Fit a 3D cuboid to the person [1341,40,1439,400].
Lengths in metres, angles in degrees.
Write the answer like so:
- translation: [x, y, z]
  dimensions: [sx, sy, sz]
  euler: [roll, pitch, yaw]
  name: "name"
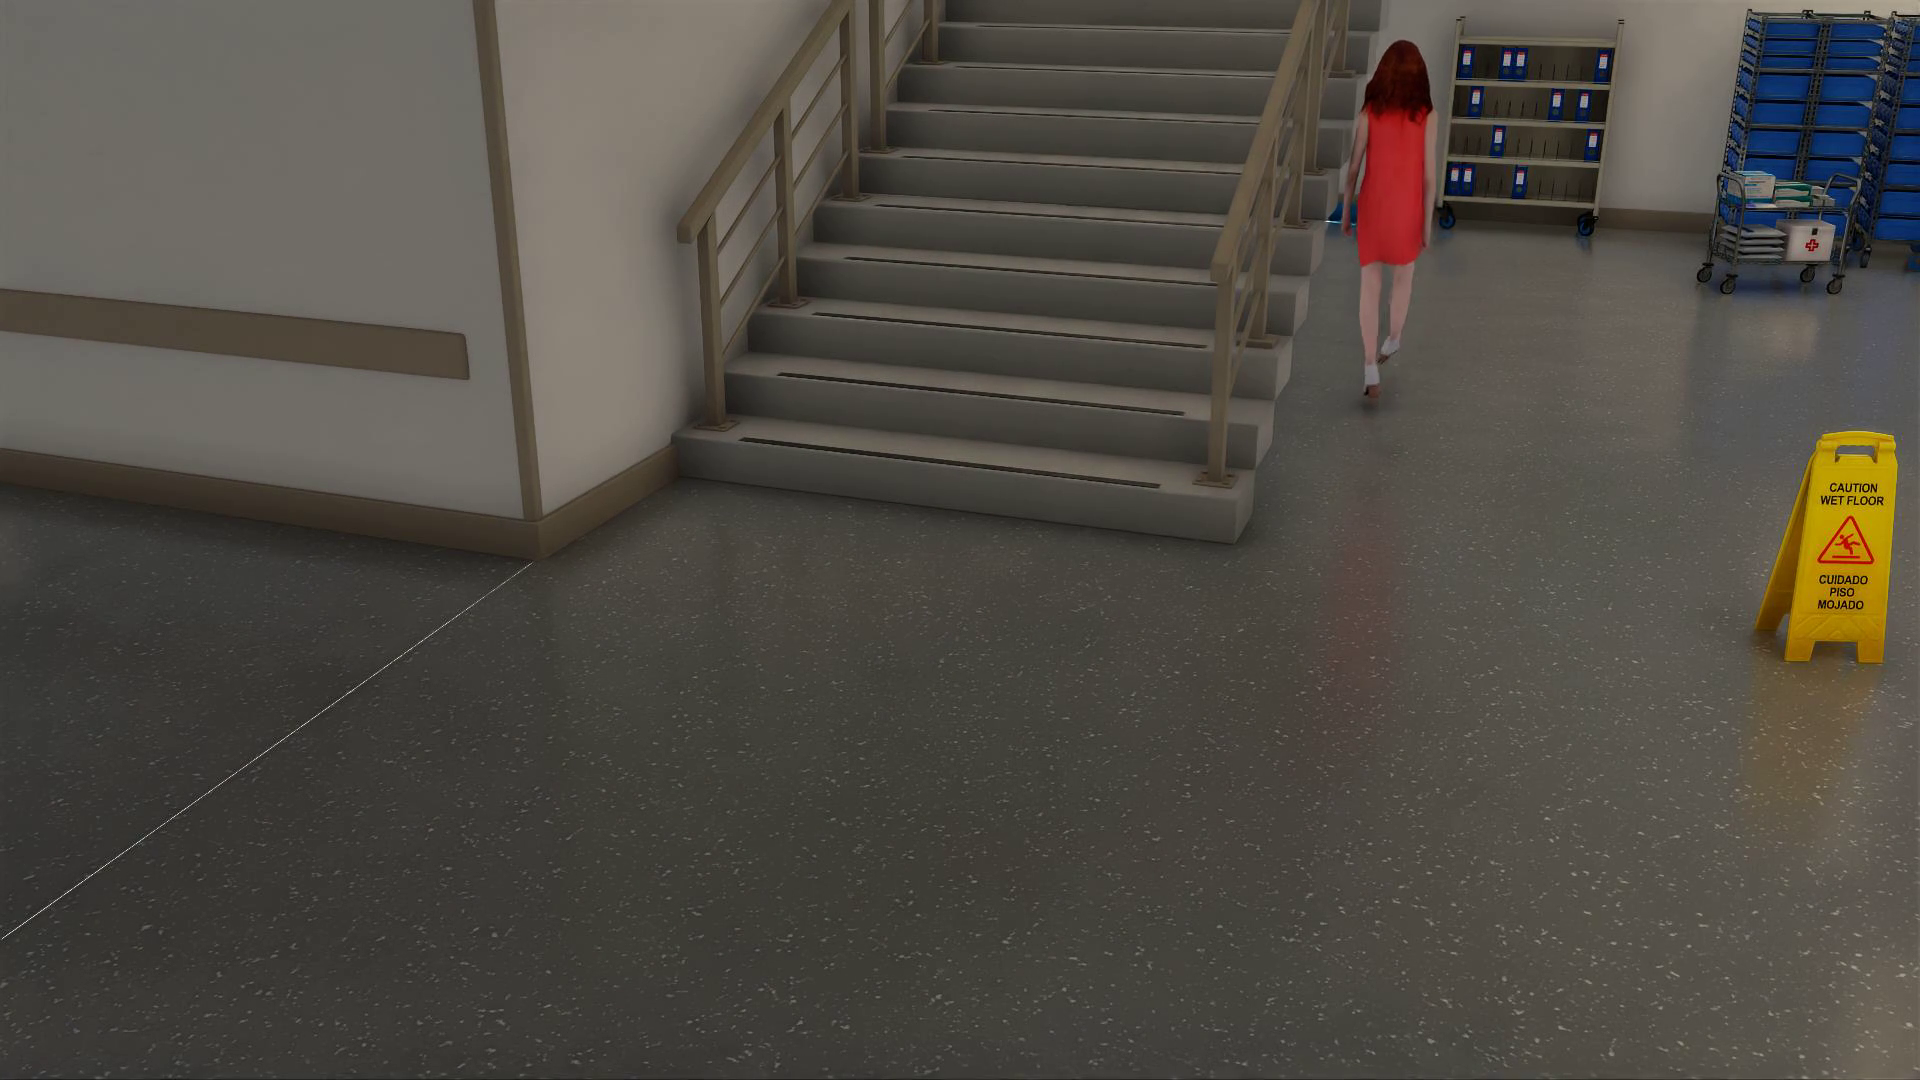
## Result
- translation: [2.210, -1.600, 8.575]
  dimensions: [0.672, 1.786, 1.130]
  euler: [6, 22, 15]
  name: "person"
